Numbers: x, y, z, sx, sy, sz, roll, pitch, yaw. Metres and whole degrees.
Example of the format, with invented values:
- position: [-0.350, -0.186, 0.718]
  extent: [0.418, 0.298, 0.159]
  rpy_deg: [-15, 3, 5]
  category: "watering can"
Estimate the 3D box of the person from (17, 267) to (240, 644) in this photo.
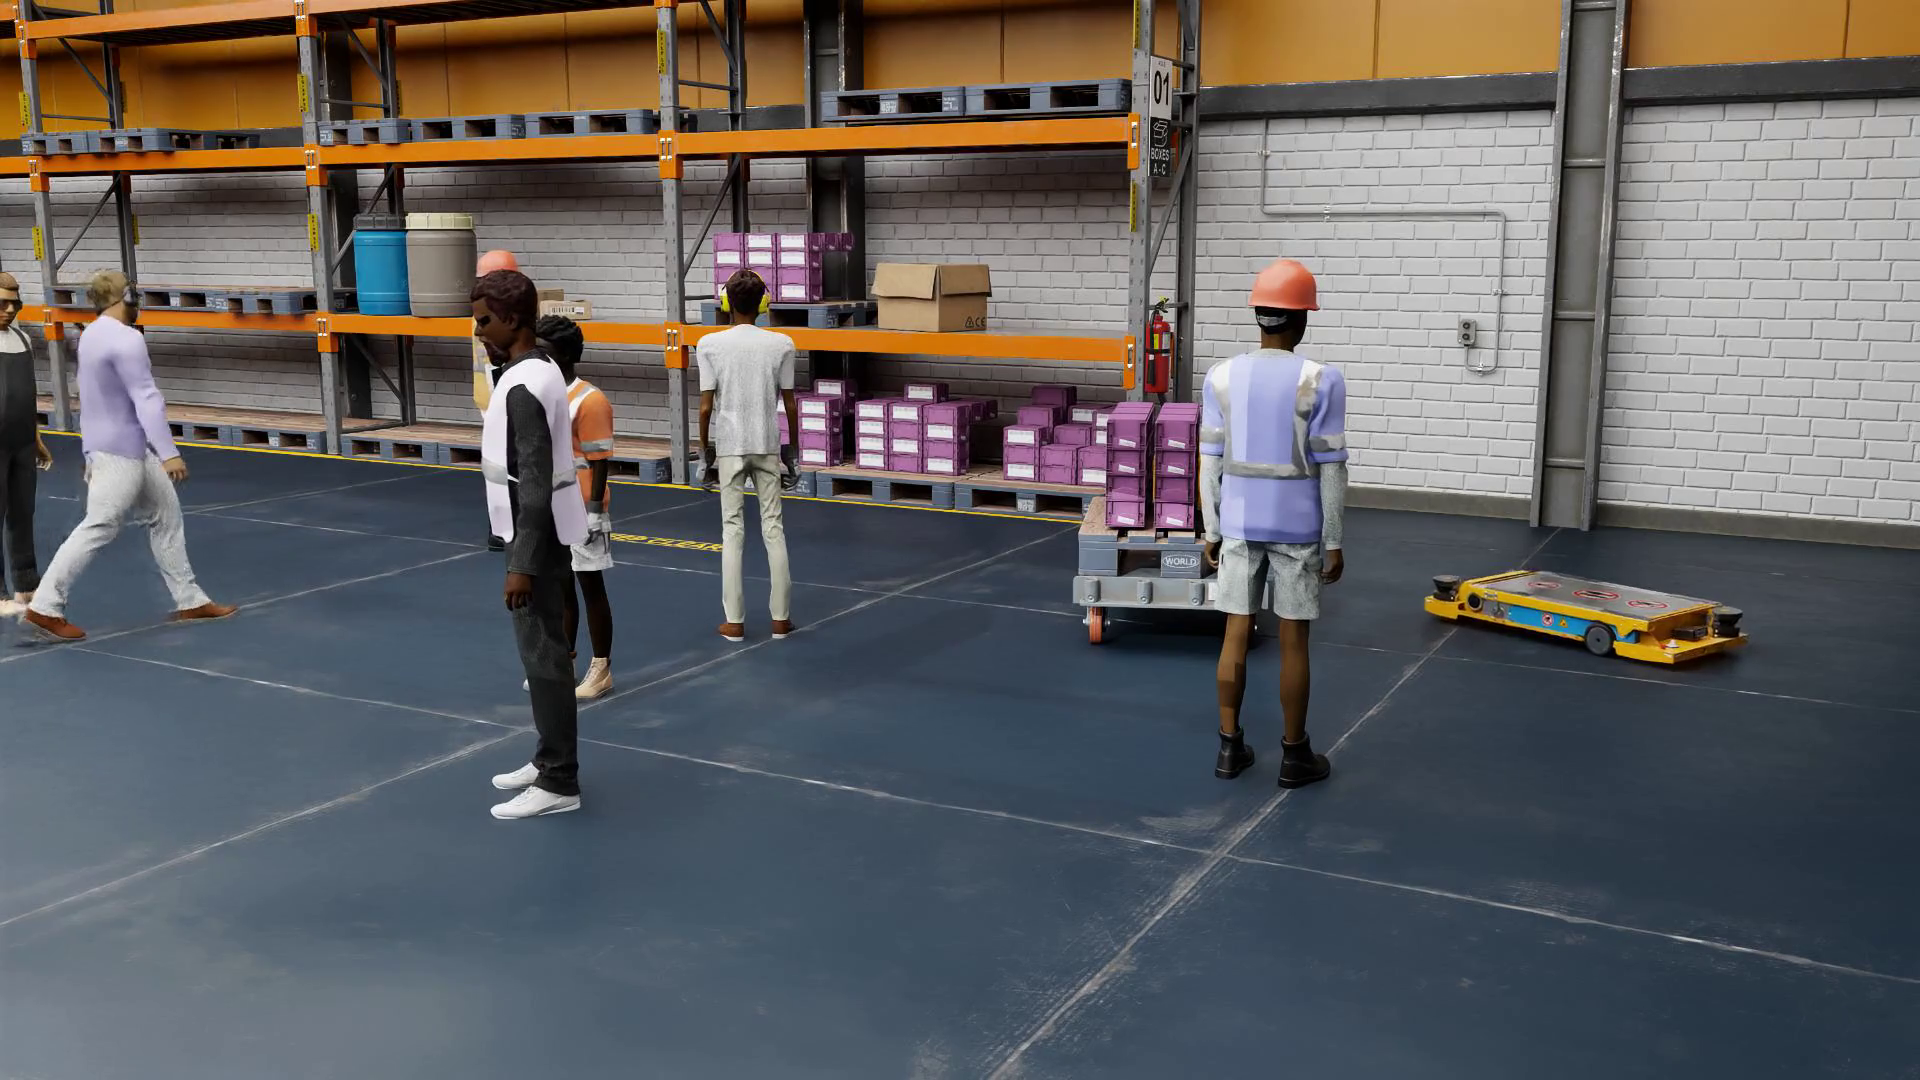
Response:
- position: [-4.307, -0.433, 8.428]
  extent: [1.028, 1.878, 0.638]
  rpy_deg: [-7, 12, -34]
  category: "person"

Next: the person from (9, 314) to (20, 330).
- position: [-6.534, -0.992, 11.007]
  extent: [0.614, 2.041, 0.393]
  rpy_deg: [-10, 14, -44]
  category: "person"

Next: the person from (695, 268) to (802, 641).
- position: [-1.064, -0.422, 8.358]
  extent: [0.535, 1.868, 0.309]
  rpy_deg: [-2, 11, -13]
  category: "person"

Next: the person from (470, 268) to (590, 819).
- position: [-1.498, 0.015, 5.841]
  extent: [0.392, 1.914, 0.588]
  rpy_deg: [-2, 11, -12]
  category: "person"

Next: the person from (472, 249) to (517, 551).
- position: [-2.959, -0.896, 10.759]
  extent: [0.352, 1.941, 0.543]
  rpy_deg: [-2, 11, -13]
  category: "person"

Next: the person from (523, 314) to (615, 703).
- position: [-1.719, -0.138, 7.285]
  extent: [0.532, 1.693, 0.319]
  rpy_deg: [9, 14, 40]
  category: "person"

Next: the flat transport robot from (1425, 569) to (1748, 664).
- position: [3.156, 0.358, 8.467]
  extent: [0.652, 0.197, 1.431]
  rpy_deg: [-7, 13, -35]
  category: "flat transport robot"

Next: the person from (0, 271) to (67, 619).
- position: [-5.108, -0.509, 8.915]
  extent: [0.343, 1.840, 0.507]
  rpy_deg: [2, 11, 11]
  category: "person"

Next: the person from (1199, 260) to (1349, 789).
- position: [1.160, -0.052, 6.141]
  extent: [0.551, 1.936, 0.356]
  rpy_deg: [6, 12, 29]
  category: "person"
